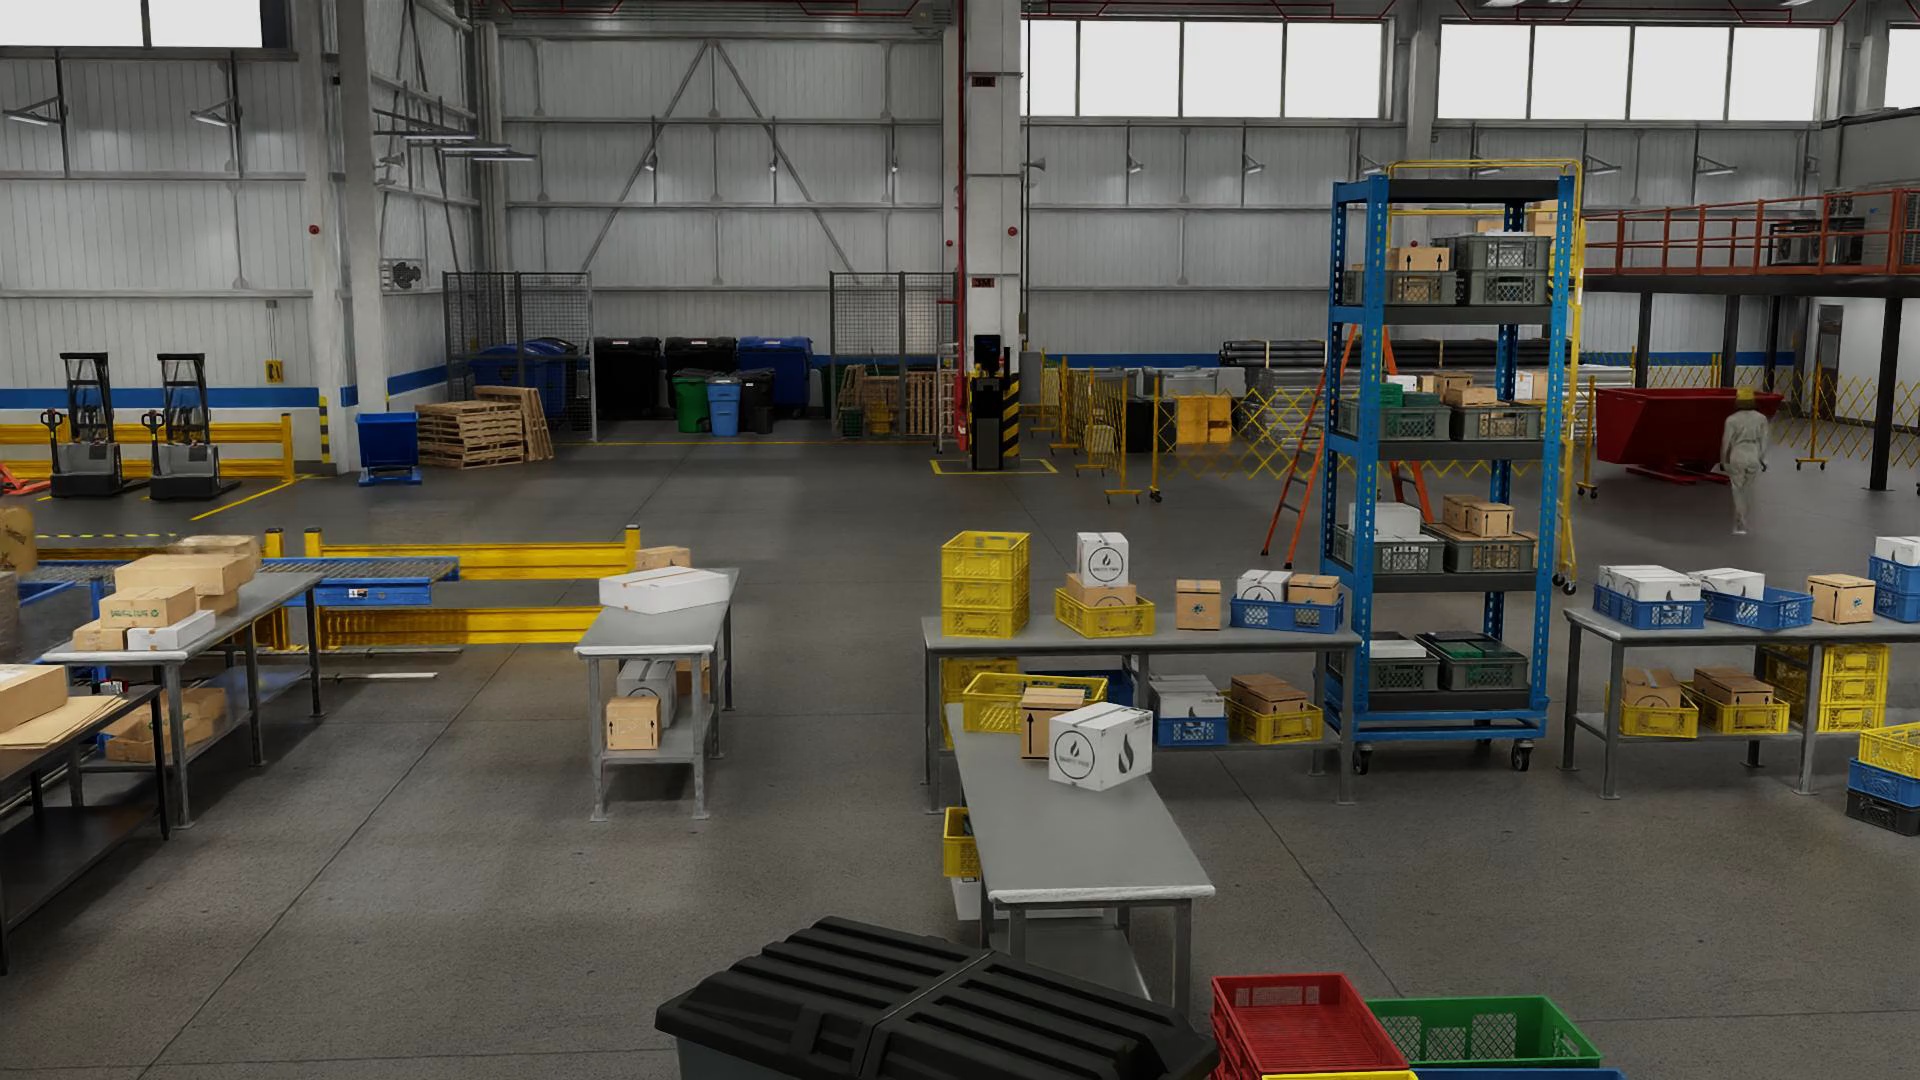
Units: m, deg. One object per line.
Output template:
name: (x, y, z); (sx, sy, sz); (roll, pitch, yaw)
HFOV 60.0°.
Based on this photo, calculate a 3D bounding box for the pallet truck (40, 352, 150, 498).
pallet truck: (-11.907, -1.642, 23.165); (0.823, 1.965, 1.885); (0, 9, 0)

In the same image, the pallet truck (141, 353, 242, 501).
pallet truck: (-10.520, -1.604, 22.925); (0.823, 1.965, 1.885); (-1, 9, -6)

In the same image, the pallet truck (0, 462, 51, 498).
pallet truck: (-13.193, -1.293, 23.148); (0.653, 1.274, 1.630); (-1, 9, -4)

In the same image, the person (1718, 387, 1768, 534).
person: (9.230, -0.950, 19.678); (0.521, 1.718, 0.719); (0, 9, 0)
